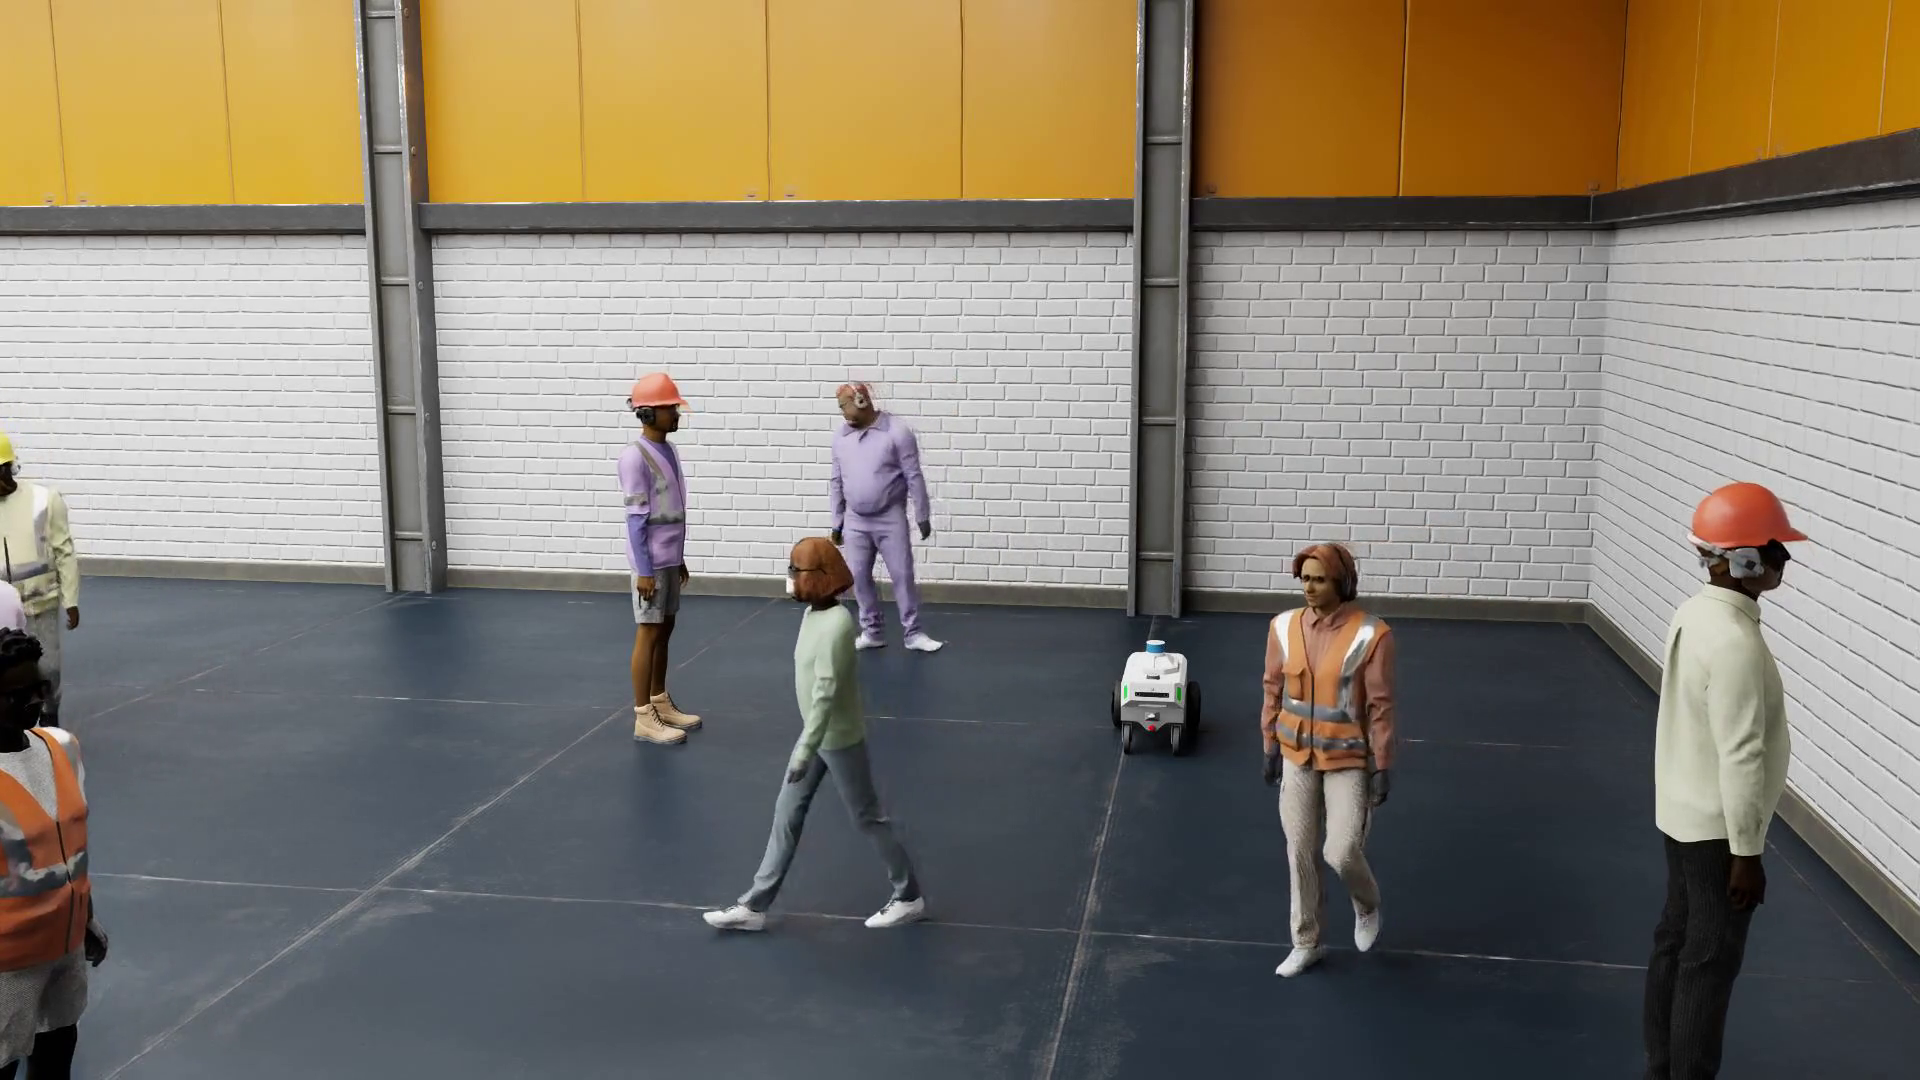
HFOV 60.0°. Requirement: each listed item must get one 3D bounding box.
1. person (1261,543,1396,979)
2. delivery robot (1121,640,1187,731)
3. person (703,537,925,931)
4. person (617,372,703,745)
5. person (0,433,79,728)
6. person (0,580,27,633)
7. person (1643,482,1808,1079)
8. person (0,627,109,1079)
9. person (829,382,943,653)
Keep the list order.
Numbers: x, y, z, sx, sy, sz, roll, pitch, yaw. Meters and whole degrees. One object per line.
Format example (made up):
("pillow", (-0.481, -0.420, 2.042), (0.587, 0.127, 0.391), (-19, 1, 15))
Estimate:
("person", (1.359, 0.807, 6.126), (0.531, 1.627, 0.415), (8, 12, 40))
("delivery robot", (1.079, 0.799, 9.203), (0.477, 0.478, 0.707), (1, 9, 9))
("person", (-0.536, 0.774, 6.484), (0.878, 1.580, 0.510), (-4, 10, -21))
("person", (-1.662, 0.096, 9.239), (0.364, 2.048, 0.608), (1, 9, 9))
("person", (-4.979, 0.296, 8.778), (0.595, 1.798, 0.832), (-5, 10, -27))
("person", (-3.336, 0.772, 5.504), (0.547, 1.897, 0.629), (1, 9, 9))
("person", (2.241, 0.824, 4.904), (0.375, 1.995, 0.611), (1, 9, 9))
("person", (-2.454, 1.062, 4.357), (0.318, 1.697, 0.534), (1, 9, 9))
("person", (-0.514, -0.137, 11.256), (0.807, 1.865, 0.432), (3, 10, 20))
